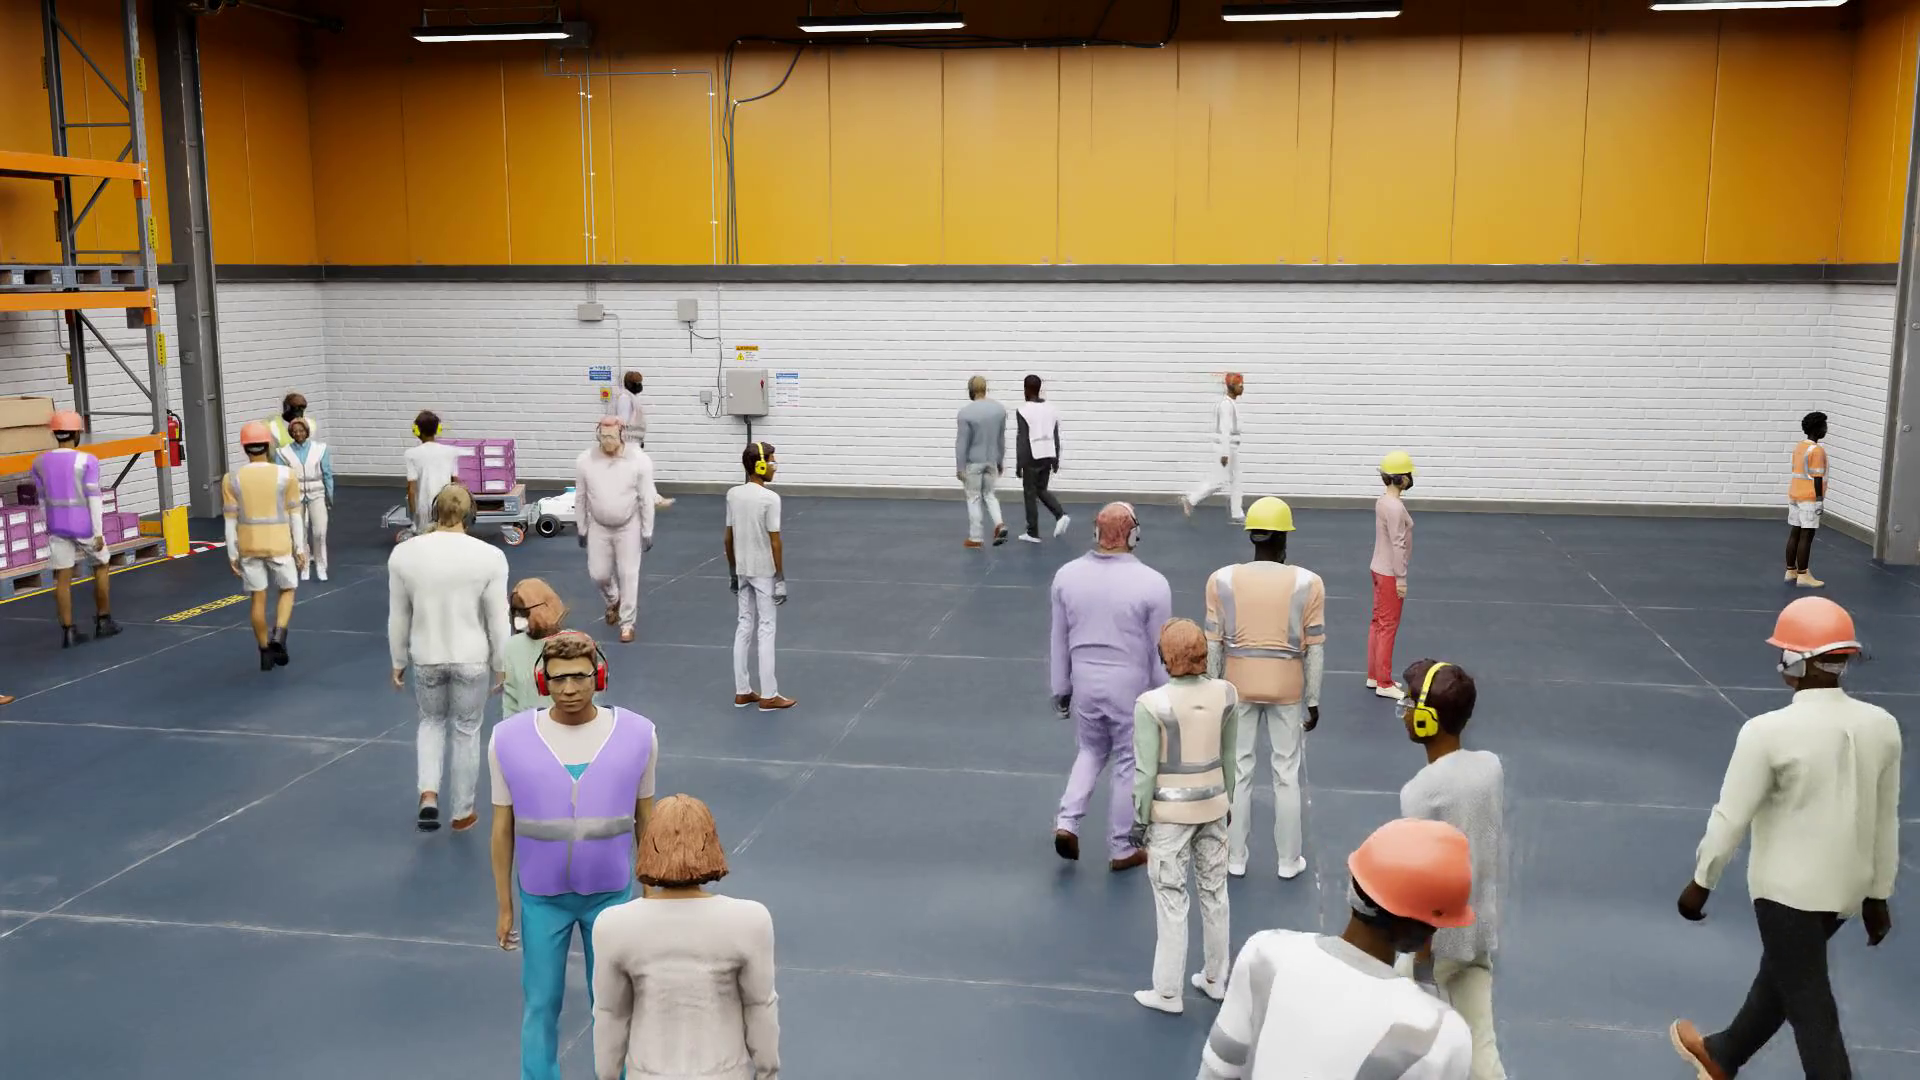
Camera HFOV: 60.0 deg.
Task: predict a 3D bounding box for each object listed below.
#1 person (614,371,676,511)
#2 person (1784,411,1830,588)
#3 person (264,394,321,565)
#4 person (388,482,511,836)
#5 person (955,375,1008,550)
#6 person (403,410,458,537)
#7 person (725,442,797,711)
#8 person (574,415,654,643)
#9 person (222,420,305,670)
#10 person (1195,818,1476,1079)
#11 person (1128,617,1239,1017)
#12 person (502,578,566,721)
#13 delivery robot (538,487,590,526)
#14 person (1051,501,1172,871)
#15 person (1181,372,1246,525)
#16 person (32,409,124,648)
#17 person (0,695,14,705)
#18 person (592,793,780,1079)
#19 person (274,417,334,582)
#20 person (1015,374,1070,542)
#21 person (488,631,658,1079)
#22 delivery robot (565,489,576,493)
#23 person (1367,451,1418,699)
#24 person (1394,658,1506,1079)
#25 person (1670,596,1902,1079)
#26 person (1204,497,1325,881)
[{"bbox_3d":[-4.104,-1.247,21.095,0.964,1.778,0.754,-1,9,-5],"label":"person"},{"bbox_3d":[8.208,-0.395,16.087,0.318,1.697,0.535,1,9,5],"label":"person"},{"bbox_3d":[-6.919,-0.612,17.183,0.707,1.783,0.915,-7,12,-38],"label":"person"},{"bbox_3d":[-2.715,0.651,8.903,0.642,1.919,0.469,0,9,-3],"label":"person"},{"bbox_3d":[0.233,-0.833,18.084,0.644,1.923,0.487,-6,11,-35],"label":"person"},{"bbox_3d":[-4.646,-0.222,14.594,0.503,1.827,0.932,-6,11,-34],"label":"person"},{"bbox_3d":[-1.405,0.252,11.554,0.513,1.865,0.329,7,11,37],"label":"person"},{"bbox_3d":[-2.840,-0.110,13.762,0.652,1.884,0.580,0,9,-2],"label":"person"},{"bbox_3d":[-5.269,0.055,12.592,0.558,1.921,0.533,-3,9,-15],"label":"person"},{"bbox_3d":[0.838,1.507,3.743,0.725,1.876,0.628,-8,12,-41],"label":"person"},{"bbox_3d":[0.916,1.130,6.809,0.514,1.636,0.315,-5,10,-29],"label":"person"},{"bbox_3d":[-1.932,0.971,7.849,0.519,1.613,0.388,4,10,25],"label":"person"},{"bbox_3d":[-4.483,-0.372,19.182,0.707,0.478,0.477,-1,9,-4],"label":"delivery robot"},{"bbox_3d":[0.776,0.750,8.372,0.659,1.893,0.444,6,11,34],"label":"person"},{"bbox_3d":[3.121,-1.092,19.939,0.814,1.858,0.590,3,10,18],"label":"person"},{"bbox_3d":[-7.214,-0.112,13.631,0.557,1.910,0.777,0,9,0],"label":"person"},{"bbox_3d":[-6.964,0.233,11.546,0.648,1.904,0.401,2,9,10],"label":"person"},{"bbox_3d":[-0.748,1.499,4.570,0.507,1.628,0.282,0,9,0],"label":"person"},{"bbox_3d":[-6.391,-0.380,16.208,0.552,1.614,0.636,-4,10,-22],"label":"person"},{"bbox_3d":[0.922,-0.905,18.641,0.603,1.896,0.572,-8,12,-42],"label":"person"},{"bbox_3d":[-1.306,1.204,5.695,0.564,1.847,0.395,-3,10,-16],"label":"person"},{"bbox_3d":[-4.374,-0.469,19.782,0.707,0.478,0.477,7,12,39],"label":"delivery robot"},{"bbox_3d":[3.095,0.244,11.896,0.301,1.772,0.524,0,9,1],"label":"person"},{"bbox_3d":[1.476,1.274,5.370,0.527,1.814,0.970,-6,11,-34],"label":"person"},{"bbox_3d":[2.806,1.150,5.700,0.629,1.938,1.023,-3,10,-19],"label":"person"},{"bbox_3d":[1.512,0.744,8.313,0.589,1.924,0.384,2,9,13],"label":"person"}]
